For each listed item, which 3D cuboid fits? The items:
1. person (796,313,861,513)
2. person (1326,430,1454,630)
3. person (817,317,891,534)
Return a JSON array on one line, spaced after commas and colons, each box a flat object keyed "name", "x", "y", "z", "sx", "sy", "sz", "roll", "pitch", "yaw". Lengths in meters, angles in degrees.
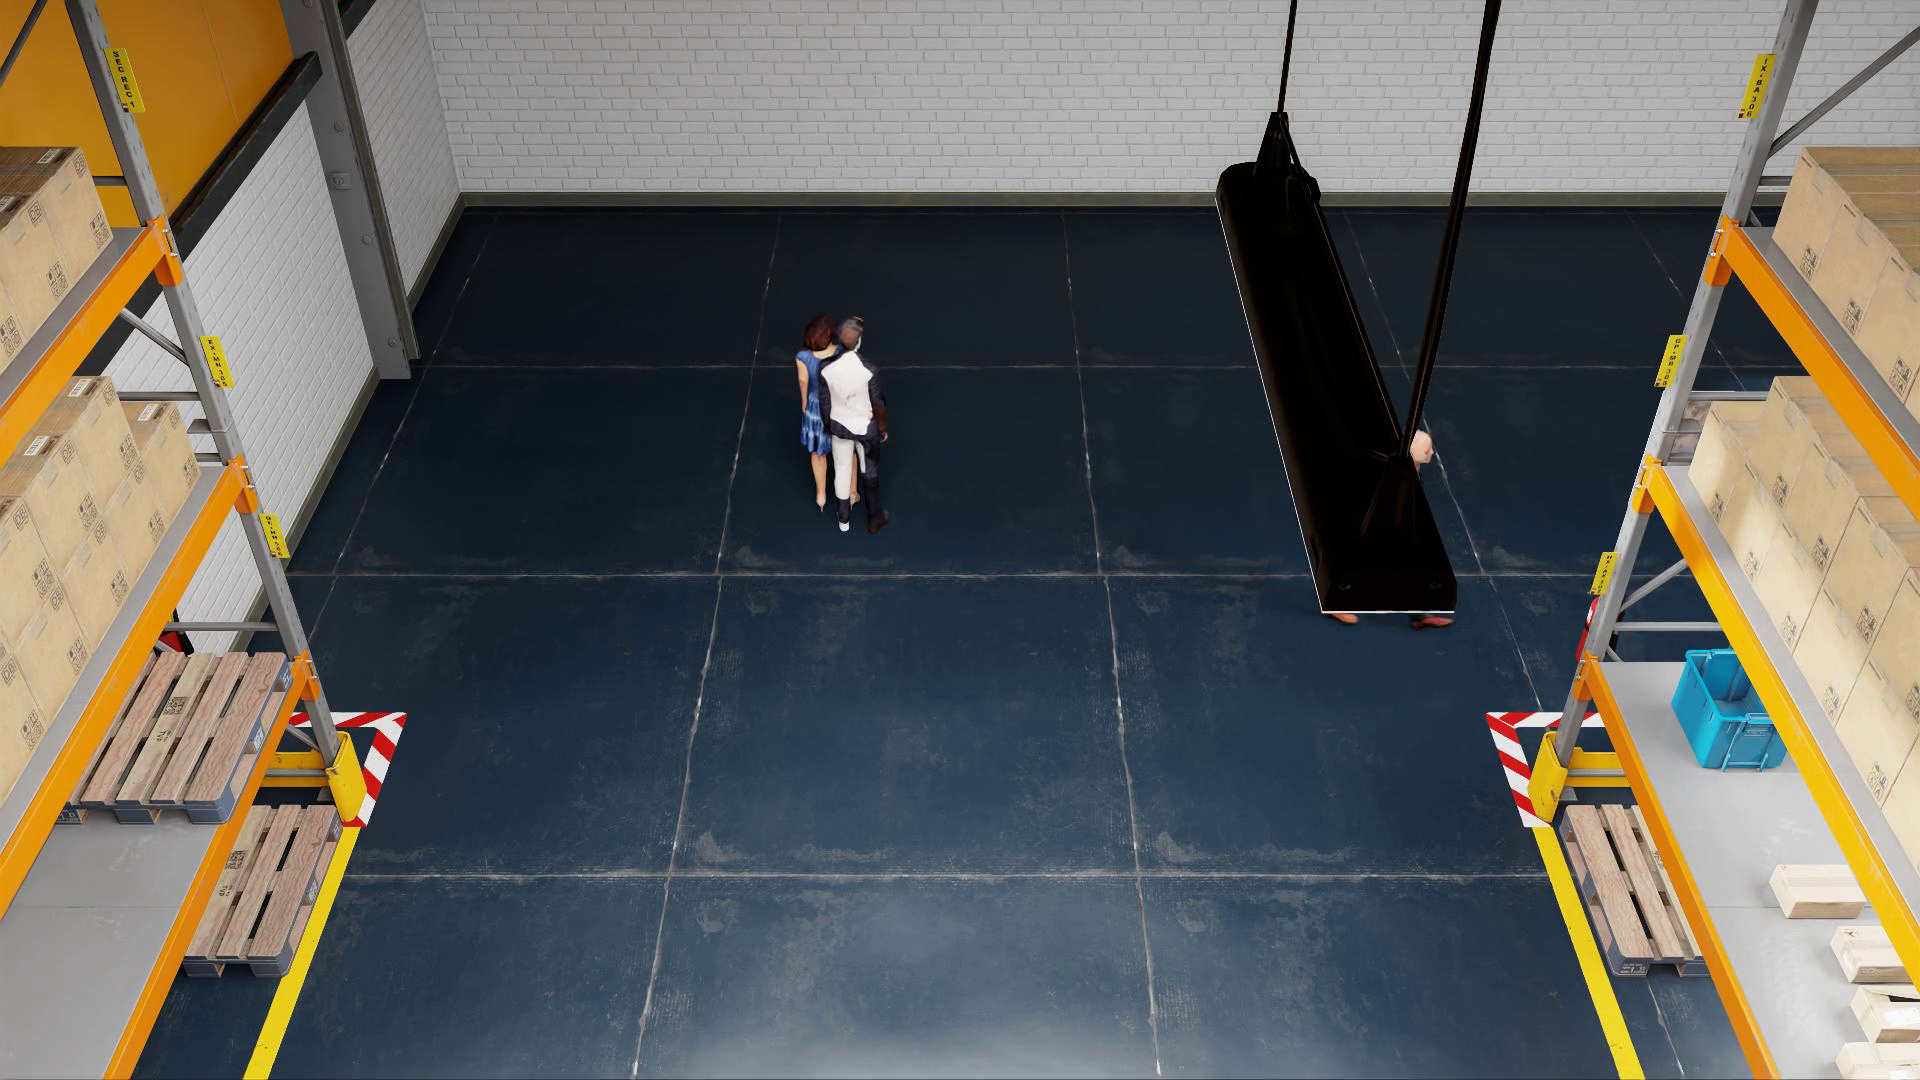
[{"name": "person", "x": -1.022, "y": -0.995, "z": 13.124, "sx": 0.661, "sy": 1.805, "sz": 0.558, "roll": -1, "pitch": 39, "yaw": -1}, {"name": "person", "x": 3.006, "y": -0.060, "z": 11.997, "sx": 1.095, "sy": 1.751, "sz": 1.231, "roll": 16, "pitch": 41, "yaw": 19}, {"name": "person", "x": -0.821, "y": -0.871, "z": 12.901, "sx": 0.724, "sy": 1.890, "sz": 0.653, "roll": 7, "pitch": 39, "yaw": 9}]
